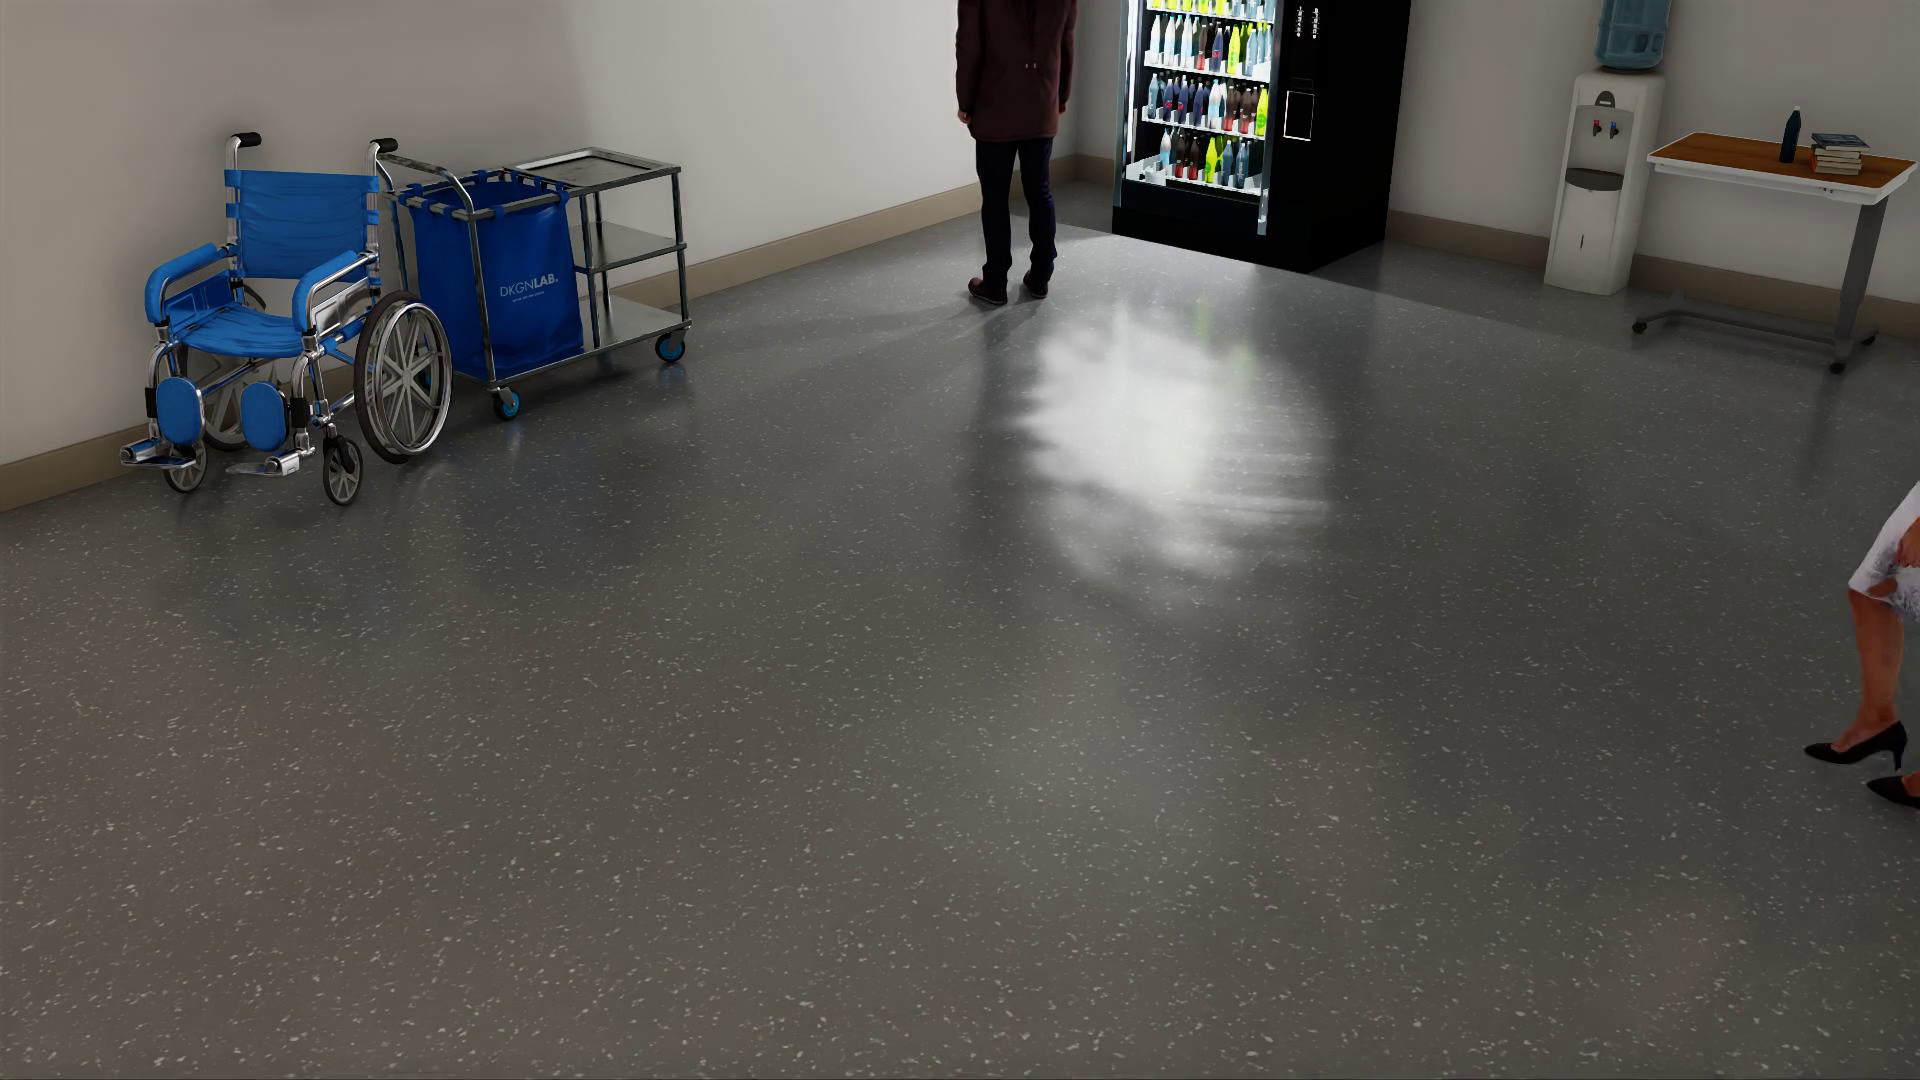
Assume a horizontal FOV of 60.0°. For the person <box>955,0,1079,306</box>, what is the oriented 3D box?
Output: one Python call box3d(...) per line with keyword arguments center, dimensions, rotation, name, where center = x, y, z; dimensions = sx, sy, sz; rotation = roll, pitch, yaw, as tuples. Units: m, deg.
box3d(center=(0.259, -2.030, 7.739), dimensions=(0.873, 1.849, 0.870), rotation=(-10, 27, -20), name="person")
